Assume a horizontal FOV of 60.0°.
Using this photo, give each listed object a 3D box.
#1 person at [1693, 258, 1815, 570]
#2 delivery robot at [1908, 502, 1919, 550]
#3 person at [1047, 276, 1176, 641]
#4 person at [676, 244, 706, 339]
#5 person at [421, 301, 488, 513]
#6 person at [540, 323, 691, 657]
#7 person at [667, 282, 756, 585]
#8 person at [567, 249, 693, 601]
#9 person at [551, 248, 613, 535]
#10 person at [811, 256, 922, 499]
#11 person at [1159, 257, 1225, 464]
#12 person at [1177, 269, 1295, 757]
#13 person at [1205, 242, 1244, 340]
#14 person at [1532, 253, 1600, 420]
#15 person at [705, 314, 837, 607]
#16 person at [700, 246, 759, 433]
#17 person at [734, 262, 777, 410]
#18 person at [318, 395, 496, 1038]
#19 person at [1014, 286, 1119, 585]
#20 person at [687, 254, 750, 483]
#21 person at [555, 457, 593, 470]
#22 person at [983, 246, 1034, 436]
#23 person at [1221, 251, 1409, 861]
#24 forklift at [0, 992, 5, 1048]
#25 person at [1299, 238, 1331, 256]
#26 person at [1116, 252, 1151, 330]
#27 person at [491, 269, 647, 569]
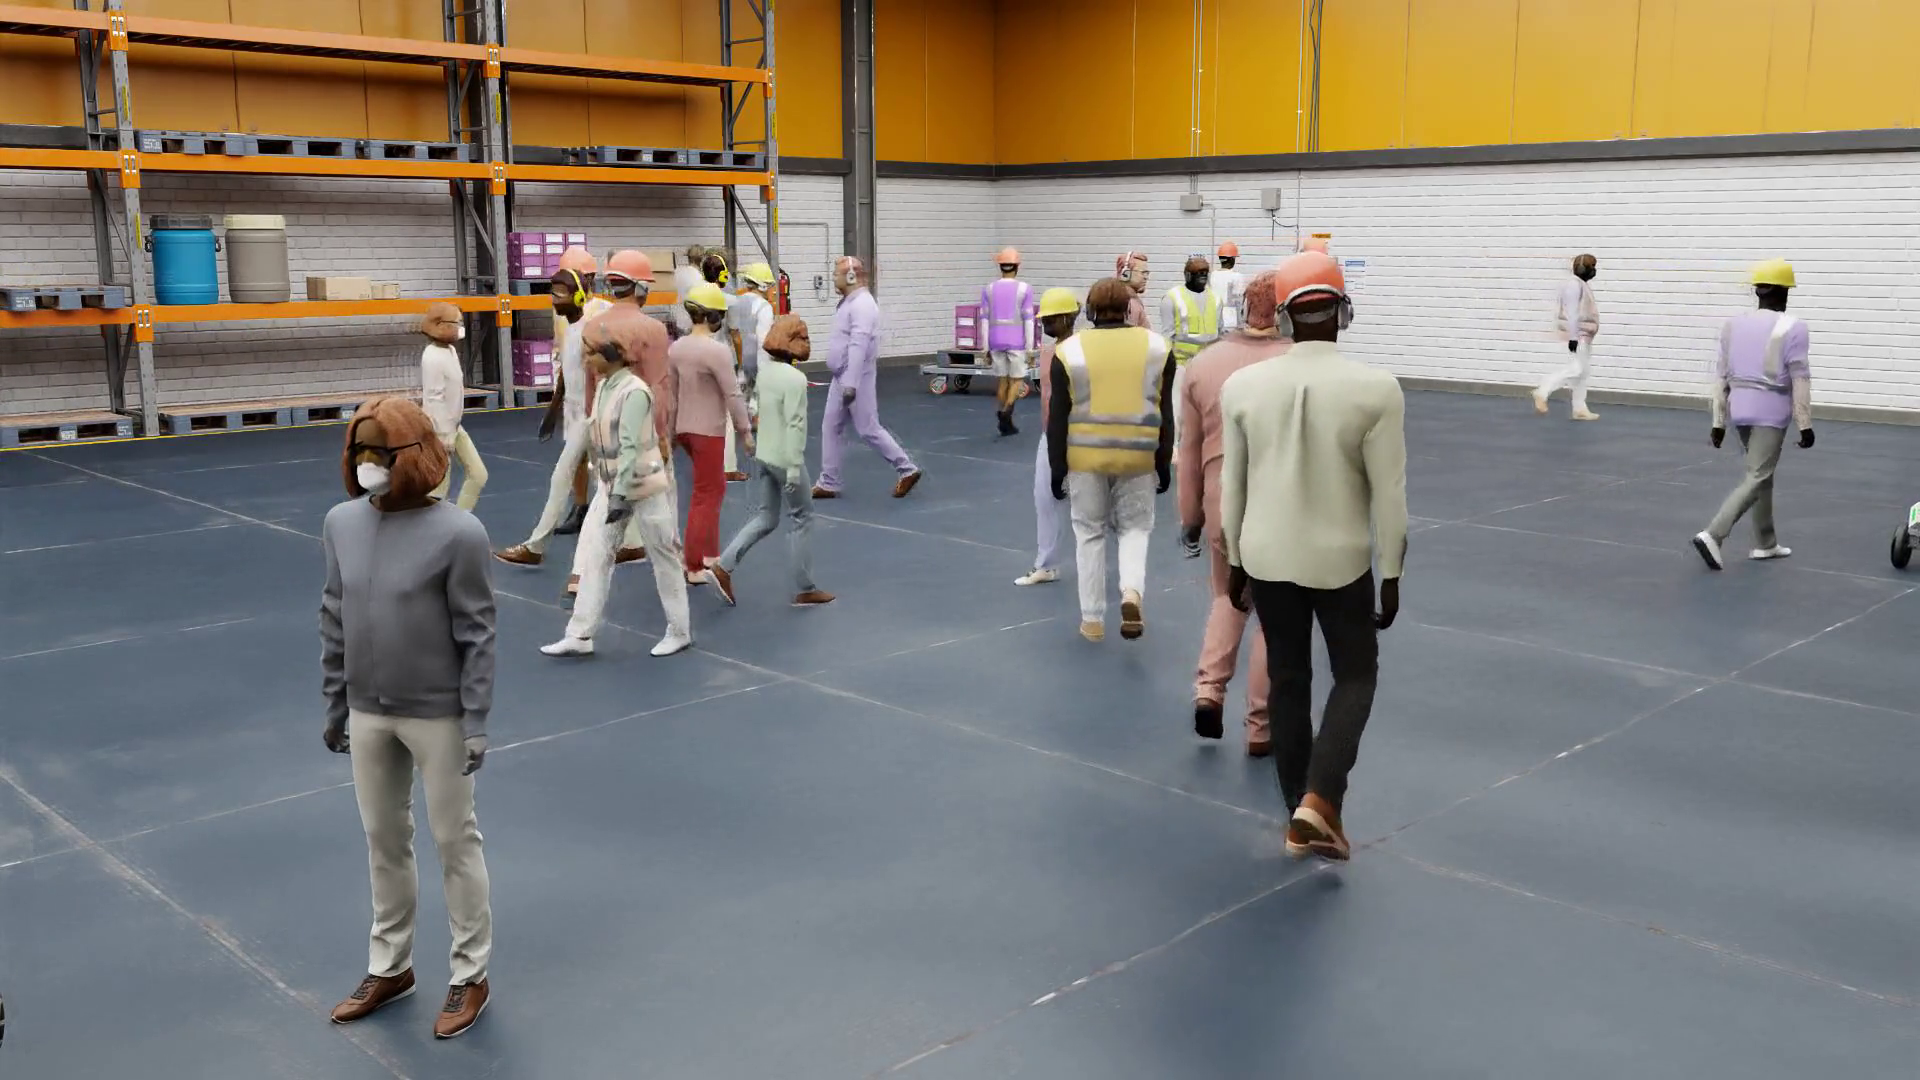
[{"bbox_3d":[4.847,-0.771,10.163,0.891,1.894,0.587,-4,11,-21],"label":"person"},{"bbox_3d":[6.051,-0.146,10.141,0.477,0.478,0.707,9,14,40],"label":"delivery robot"},{"bbox_3d":[0.738,-0.375,8.164,0.637,1.825,0.518,0,10,0],"label":"person"},{"bbox_3d":[-2.927,-2.401,18.976,0.744,1.915,0.655,-6,12,-29],"label":"person"},{"bbox_3d":[-3.117,-0.655,10.249,0.493,1.615,0.534,0,10,-2],"label":"person"},{"bbox_3d":[-1.634,-0.212,7.855,0.799,1.598,0.543,-8,13,-38],"label":"person"},{"bbox_3d":[-1.423,-0.617,9.701,0.613,1.745,0.536,-9,14,-41],"label":"person"},{"bbox_3d":[-1.868,-0.624,9.247,0.630,1.967,0.961,6,12,28],"label":"person"},{"bbox_3d":[-2.519,-0.977,11.156,0.552,1.935,0.370,5,11,25],"label":"person"},{"bbox_3d":[-0.759,-1.234,12.739,0.914,1.875,0.641,-4,11,-18],"label":"person"},{"bbox_3d":[2.064,-1.582,14.755,0.626,1.835,0.431,-4,11,-21],"label":"person"},{"bbox_3d":[1.182,-0.095,6.459,0.655,1.894,0.418,6,12,32],"label":"person"},{"bbox_3d":[3.217,-2.631,20.169,0.543,1.939,0.370,9,14,42],"label":"person"},{"bbox_3d":[6.726,-2.227,18.279,0.617,1.826,0.645,7,12,32],"label":"person"},{"bbox_3d":[-1.029,-0.410,8.957,0.695,1.606,0.508,-7,13,-34],"label":"person"},{"bbox_3d":[-2.322,-1.945,16.487,0.690,1.921,0.633,-2,11,-13],"label":"person"},{"bbox_3d":[-1.912,-1.603,14.976,0.874,1.798,0.593,-9,14,-41],"label":"person"},{"bbox_3d":[-1.403,0.446,4.221,0.497,1.634,0.287,3,11,18],"label":"person"},{"bbox_3d":[0.688,-0.611,9.718,0.773,1.739,0.525,-7,12,-33],"label":"person"},{"bbox_3d":[-1.988,-1.399,13.641,0.532,1.870,0.316,4,11,22],"label":"person"},{"bbox_3d":[-3.314,-1.483,14.405,0.523,1.761,0.323,9,14,42],"label":"person"},{"bbox_3d":[0.464,-1.967,16.609,0.548,1.920,0.671,4,11,19],"label":"person"},{"bbox_3d":[1.124,0.068,5.344,0.628,1.972,0.548,5,12,25],"label":"person"},{"bbox_3d":[-3.245,0.323,3.363,2.313,2.155,1.214,2,11,13],"label":"forklift"},{"bbox_3d":[3.849,-2.281,18.121,1.031,1.984,0.630,-4,11,-20],"label":"person"},{"bbox_3d":[1.200,-1.099,11.915,0.399,1.905,0.642,-1,10,-6],"label":"person"},{"bbox_3d":[-2.375,-0.713,10.042,0.991,1.813,0.536,-3,11,-17],"label":"person"}]
